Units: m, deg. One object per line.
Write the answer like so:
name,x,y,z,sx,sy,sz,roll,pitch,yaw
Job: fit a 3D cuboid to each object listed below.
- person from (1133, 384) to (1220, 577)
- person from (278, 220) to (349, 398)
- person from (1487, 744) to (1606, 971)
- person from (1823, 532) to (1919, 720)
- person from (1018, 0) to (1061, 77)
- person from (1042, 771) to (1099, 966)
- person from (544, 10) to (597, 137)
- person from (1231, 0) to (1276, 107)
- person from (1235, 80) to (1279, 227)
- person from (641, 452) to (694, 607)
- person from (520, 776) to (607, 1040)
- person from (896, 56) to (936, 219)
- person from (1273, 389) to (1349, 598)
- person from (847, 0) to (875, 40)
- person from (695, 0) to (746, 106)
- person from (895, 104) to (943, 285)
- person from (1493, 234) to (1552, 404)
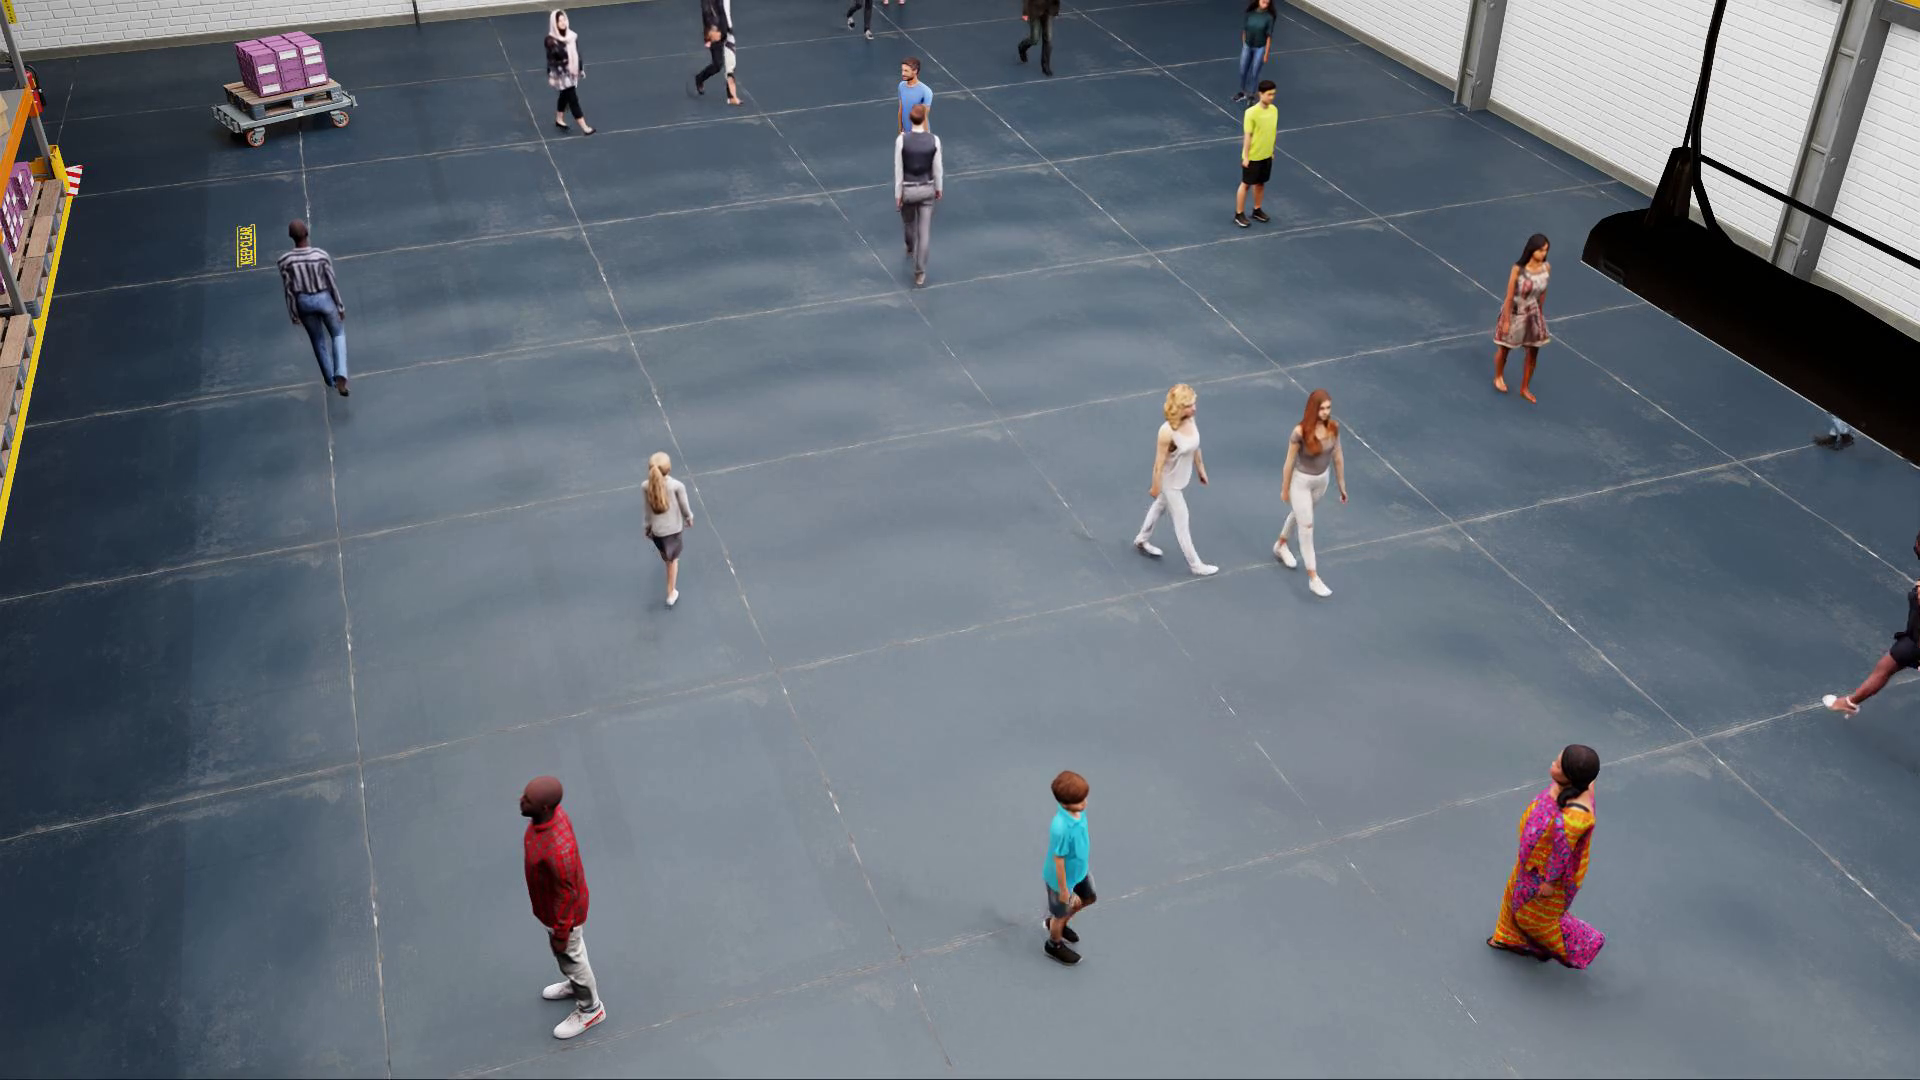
person,1.637,-0.519,13.280,1.121,1.623,0.988,20,38,27
person,-5.996,-2.114,15.538,0.644,1.779,0.908,-11,35,-16
person,3.501,1.864,9.655,0.953,1.667,0.929,9,35,13
person,6.601,0.769,11.257,1.201,1.717,0.880,26,41,33
person,1.110,-7.574,23.755,0.796,1.778,0.990,-18,38,-25
person,0.574,1.904,9.801,0.697,1.439,0.641,16,37,22
person,-5.195,-6.086,21.685,1.168,1.590,0.998,22,40,30
person,4.000,-6.683,22.584,0.768,1.589,0.834,25,41,33
person,3.423,-4.472,19.154,0.650,1.705,0.588,-18,38,-25
person,-2.295,-0.077,12.958,0.760,1.243,0.953,3,34,5
person,-2.229,2.009,9.299,0.706,1.819,0.495,-11,35,-16
person,-0.511,-4.716,19.378,0.676,1.863,0.789,24,40,31
person,2.710,-0.463,13.133,0.646,1.692,1.103,-14,36,-20
person,-1.530,-8.555,25.197,0.752,1.815,0.871,-19,38,-26
person,-3.316,-6.856,22.587,1.138,1.874,1.013,21,39,29
person,-0.443,-3.661,17.757,0.887,1.899,1.242,-3,34,-4
person,5.266,-2.161,15.747,0.723,1.626,0.831,-5,34,-8
